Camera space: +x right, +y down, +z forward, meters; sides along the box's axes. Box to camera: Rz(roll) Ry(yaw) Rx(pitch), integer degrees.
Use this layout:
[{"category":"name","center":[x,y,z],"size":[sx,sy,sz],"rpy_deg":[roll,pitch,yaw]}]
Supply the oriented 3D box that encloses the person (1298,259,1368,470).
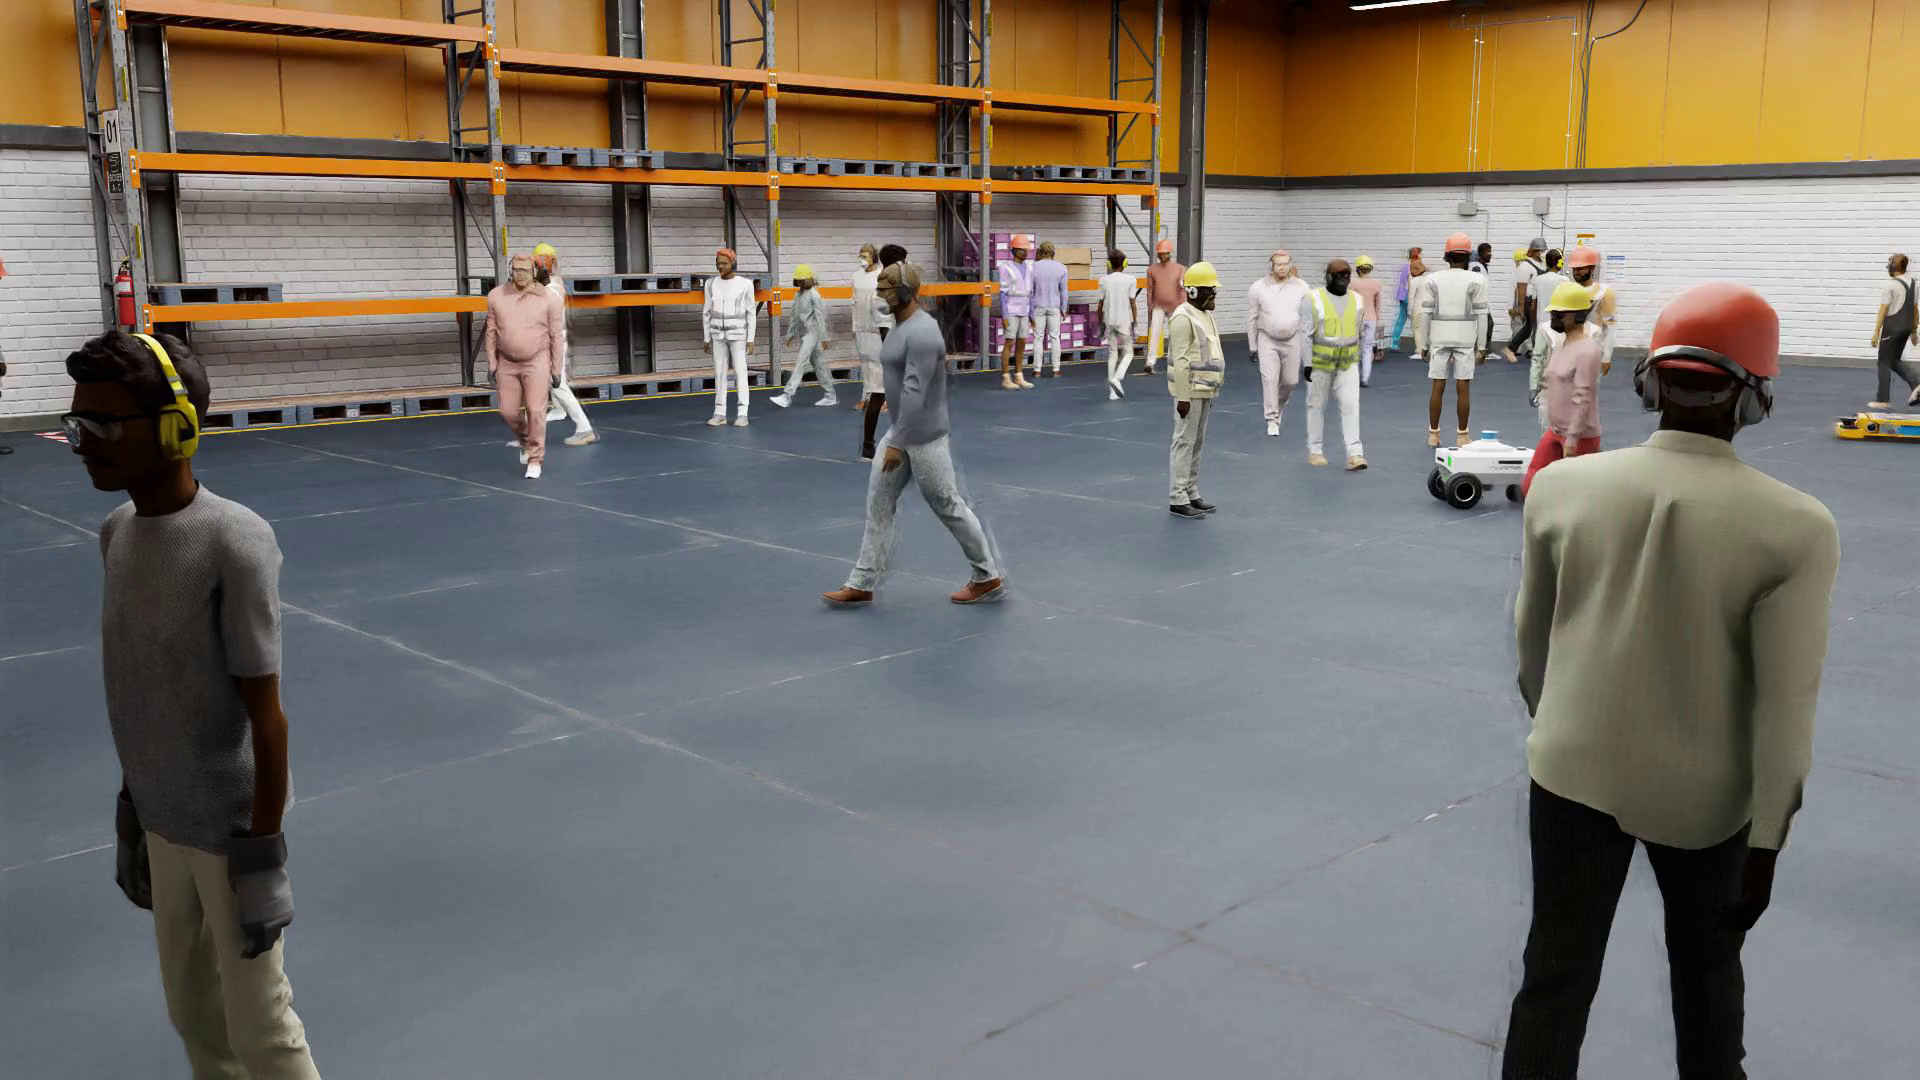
[{"category":"person","center":[3.245,-1.496,14.343],"size":[0.632,1.807,0.880],"rpy_deg":[-1,10,-8]}]

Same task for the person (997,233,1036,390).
[{"category":"person","center":[0.765,-2.995,21.872],"size":[0.610,2.042,0.394],"rpy_deg":[-10,14,-42]}]

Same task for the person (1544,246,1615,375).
[{"category":"person","center":[5.605,-1.692,15.104],"size":[0.584,1.916,0.547],"rpy_deg":[-8,13,-38]}]

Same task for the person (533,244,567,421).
[{"category":"person","center":[-4.489,-2.259,18.171],"size":[0.366,1.926,0.593],"rpy_deg":[-1,10,-5]}]

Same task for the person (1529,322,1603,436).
[{"category":"person","center":[4.661,-1.115,12.822],"size":[0.530,1.604,0.831],"rpy_deg":[3,11,17]}]

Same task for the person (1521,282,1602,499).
[{"category":"person","center":[3.502,-0.600,9.605],"size":[0.456,1.752,0.525],"rpy_deg":[-1,10,-7]}]

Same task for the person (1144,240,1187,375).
[{"category":"person","center":[2.996,-3.379,24.239],"size":[0.633,1.938,1.026],"rpy_deg":[4,11,19]}]

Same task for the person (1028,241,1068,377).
[{"category":"person","center":[1.225,-3.281,23.717],"size":[0.630,1.940,0.372],"rpy_deg":[0,10,-3]}]

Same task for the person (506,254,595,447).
[{"category":"person","center":[-3.929,-1.800,15.969],"size":[0.861,1.867,0.590],"rpy_deg":[-5,11,-25]}]

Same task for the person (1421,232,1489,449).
[{"category":"person","center":[4.667,-1.870,15.719],"size":[0.615,2.047,0.357],"rpy_deg":[5,12,27]}]

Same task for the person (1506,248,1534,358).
[{"category":"person","center":[9.239,-3.875,27.297],"size":[0.645,1.802,0.496],"rpy_deg":[-4,11,-21]}]

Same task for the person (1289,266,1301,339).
[{"category":"person","center":[4.402,-2.871,22.321],"size":[0.520,1.618,0.426],"rpy_deg":[-1,10,-3]}]

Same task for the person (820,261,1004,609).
[{"category":"person","center":[-0.220,-0.552,9.011],"size":[1.017,1.893,0.638],"rpy_deg":[-4,11,-22]}]

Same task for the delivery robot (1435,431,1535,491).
[{"category":"delivery robot","center":[3.956,-0.576,12.486],"size":[0.707,0.478,0.477],"rpy_deg":[0,10,-1]}]

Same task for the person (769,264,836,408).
[{"category":"person","center":[-1.835,-2.384,19.521],"size":[0.931,1.673,0.518],"rpy_deg":[-6,12,-29]}]

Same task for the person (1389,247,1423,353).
[{"category":"person","center":[7.804,-4.093,28.500],"size":[0.880,1.801,0.586],"rpy_deg":[0,10,0]}]

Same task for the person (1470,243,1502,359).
[{"category":"person","center":[8.505,-3.857,26.988],"size":[0.801,1.886,0.623],"rpy_deg":[6,12,31]}]

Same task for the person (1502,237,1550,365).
[{"category":"person","center":[8.962,-3.774,26.125],"size":[0.936,2.000,0.685],"rpy_deg":[10,14,42]}]

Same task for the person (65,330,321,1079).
[{"category":"person","center":[-1.402,0.546,3.073],"size":[0.514,1.863,0.321],"rpy_deg":[7,13,34]}]

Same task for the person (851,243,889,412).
[{"category":"person","center":[-1.011,-2.437,19.152],"size":[0.368,1.932,0.622],"rpy_deg":[-10,15,-44]}]

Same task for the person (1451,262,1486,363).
[{"category":"person","center":[7.937,-3.594,26.132],"size":[0.536,1.673,0.708],"rpy_deg":[-5,11,-25]}]

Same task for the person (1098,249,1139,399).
[{"category":"person","center":[1.941,-2.643,20.474],"size":[0.544,1.852,0.449],"rpy_deg":[5,11,24]}]

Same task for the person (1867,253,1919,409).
[{"category":"person","center":[10.892,-2.405,19.248],"size":[0.542,1.825,0.528],"rpy_deg":[-4,11,-23]}]

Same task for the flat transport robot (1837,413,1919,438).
[{"category":"flat transport robot","center":[9.496,-1.114,16.448],"size":[1.431,0.197,0.652],"rpy_deg":[5,11,25]}]

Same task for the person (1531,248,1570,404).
[{"category":"person","center":[7.017,-2.518,19.747],"size":[0.328,1.870,0.513],"rpy_deg":[-9,14,-40]}]

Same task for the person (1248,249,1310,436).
[{"category":"person","center":[3.256,-2.024,17.009],"size":[0.650,1.883,0.752],"rpy_deg":[0,10,1]}]

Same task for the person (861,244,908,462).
[{"category":"person","center":[-0.567,-1.647,14.790],"size":[0.726,1.936,0.629],"rpy_deg":[2,11,8]}]

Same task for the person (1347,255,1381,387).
[{"category":"person","center":[5.366,-2.914,22.215],"size":[0.526,1.754,0.398],"rpy_deg":[-1,10,-7]}]

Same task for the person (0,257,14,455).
[{"category":"person","center":[-9.064,-1.724,15.380],"size":[0.740,1.889,0.436],"rpy_deg":[8,13,38]}]

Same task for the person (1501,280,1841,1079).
[{"category":"person","center":[1.379,0.462,3.324],"size":[0.613,1.933,1.058],"rpy_deg":[7,13,35]}]

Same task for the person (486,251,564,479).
[{"category":"person","center":[-3.648,-1.477,14.002],"size":[0.655,1.888,0.590],"rpy_deg":[0,10,1]}]

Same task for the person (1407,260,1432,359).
[{"category":"person","center":[7.494,-3.760,27.193],"size":[0.551,1.610,0.343],"rpy_deg":[-8,13,-36]}]

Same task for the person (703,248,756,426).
[{"category":"person","center":[-2.454,-2.145,17.667],"size":[0.584,1.883,0.337],"rpy_deg":[3,11,15]}]

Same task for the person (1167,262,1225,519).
[{"category":"person","center":[1.700,-1.076,11.982],"size":[0.403,1.830,0.601],"rpy_deg":[5,11,25]}]
